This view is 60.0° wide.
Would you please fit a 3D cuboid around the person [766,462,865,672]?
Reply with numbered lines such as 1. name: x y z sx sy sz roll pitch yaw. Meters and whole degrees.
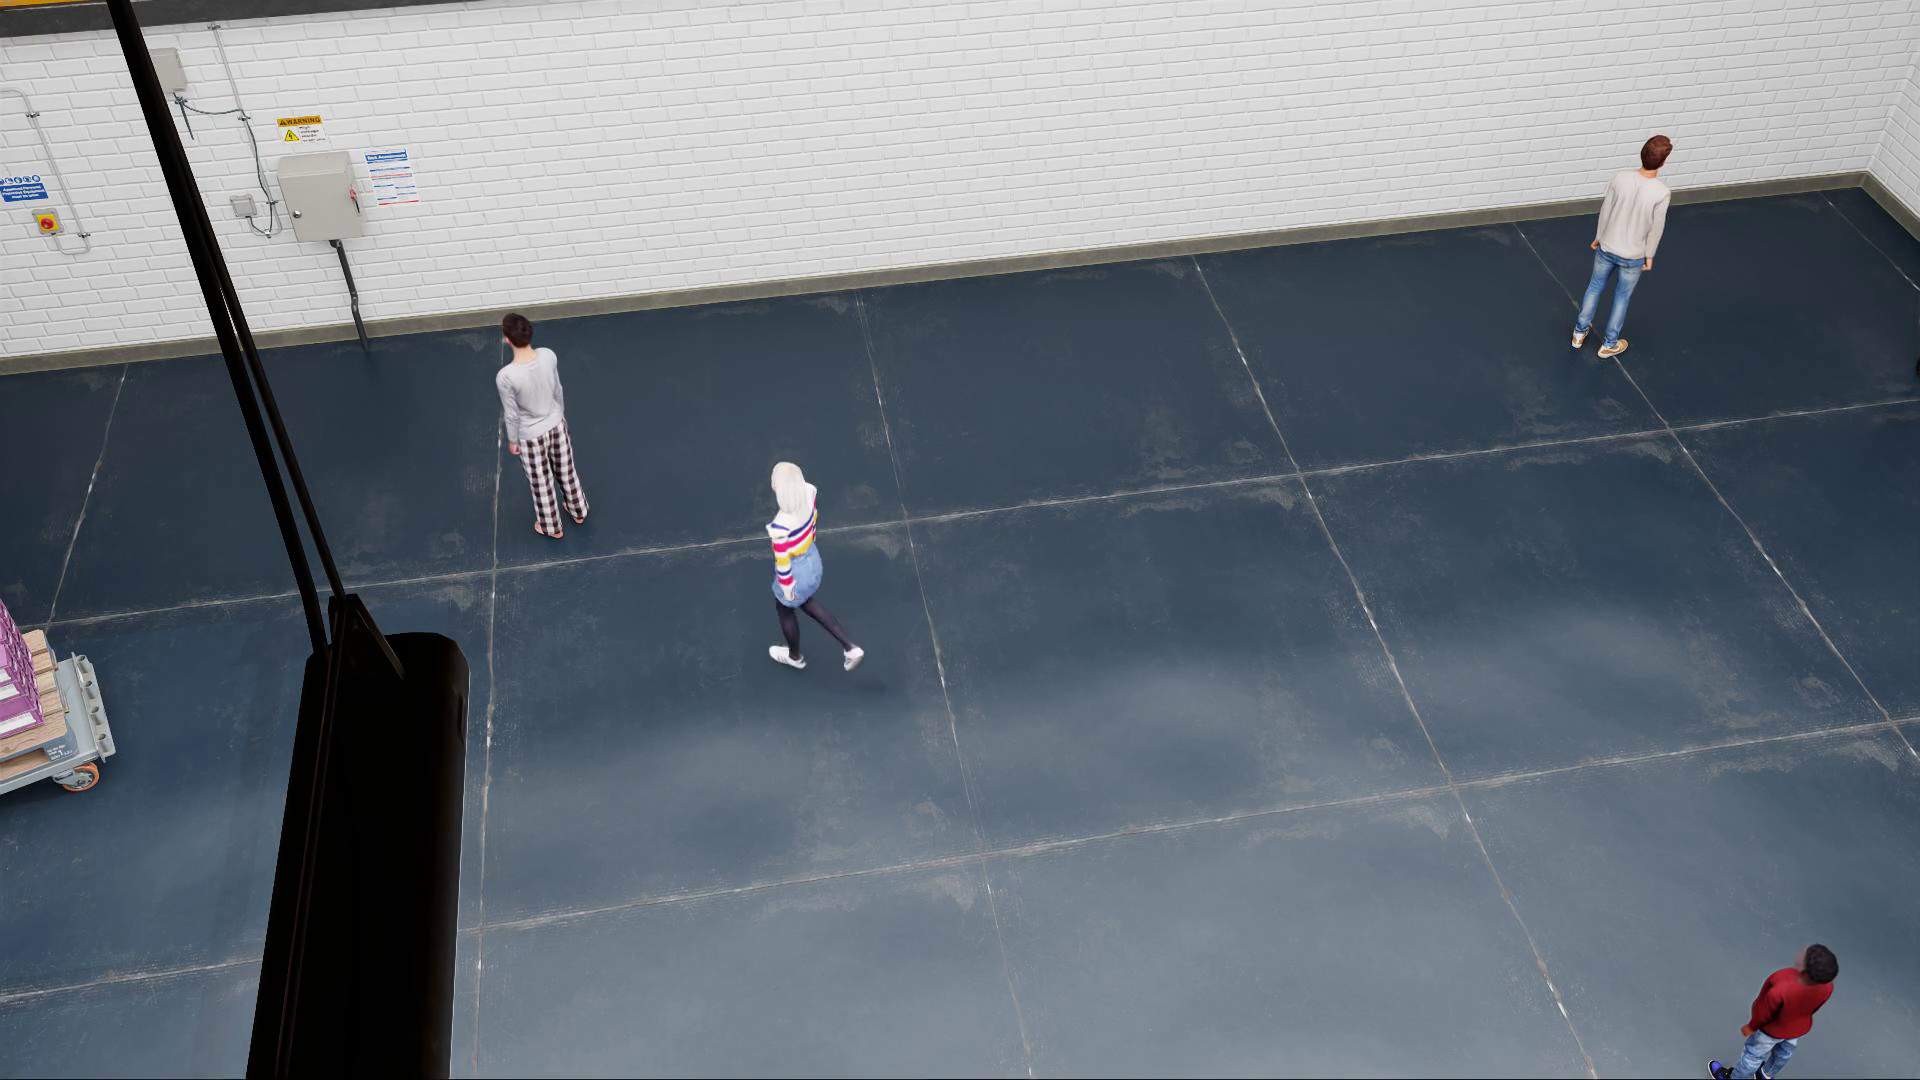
1. person: -0.947 0.216 10.484 1.032 1.792 0.999 21 47 20

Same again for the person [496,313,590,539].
1. person: -2.897 -0.778 11.487 0.731 1.848 0.701 32 52 29

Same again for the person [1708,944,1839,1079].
1. person: 4.211 2.464 8.514 0.495 1.256 0.470 -7 44 -8

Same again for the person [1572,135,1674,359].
1. person: 5.204 -2.294 13.038 0.715 1.903 0.809 32 52 29
